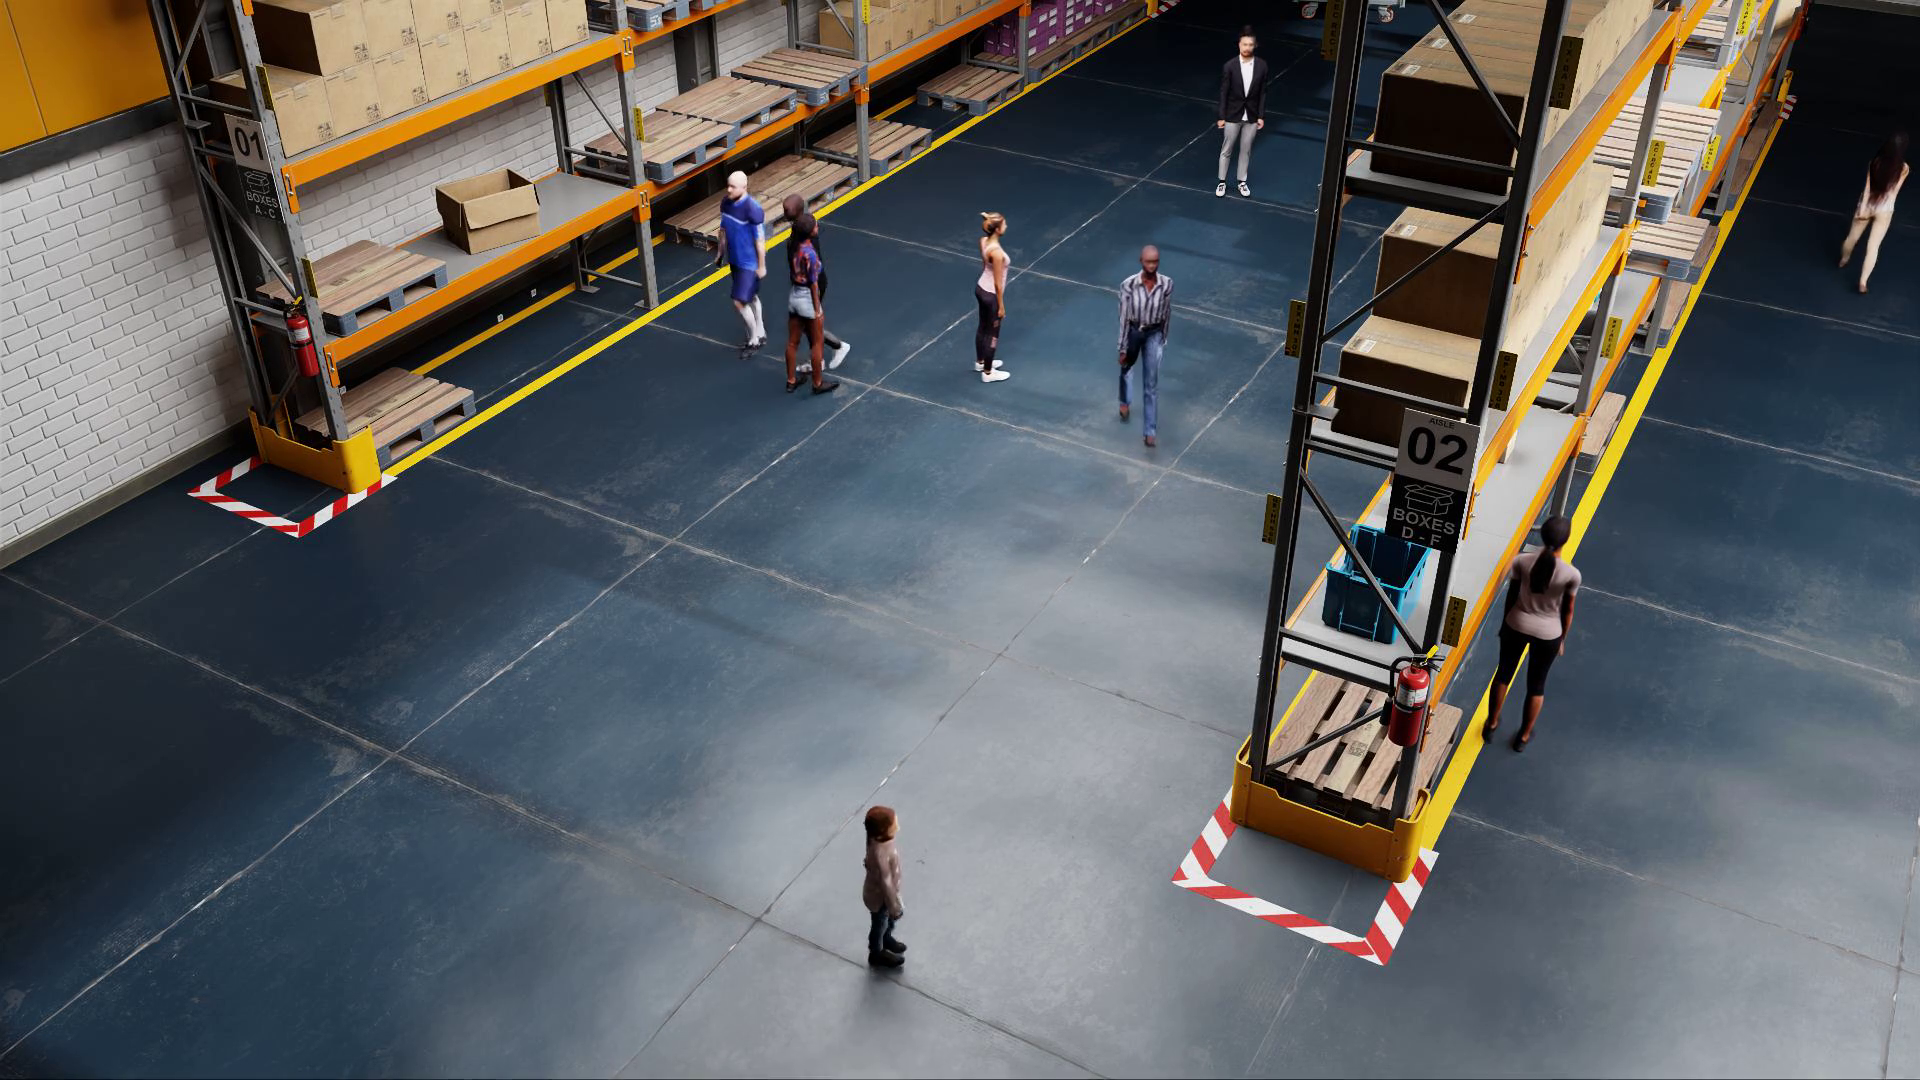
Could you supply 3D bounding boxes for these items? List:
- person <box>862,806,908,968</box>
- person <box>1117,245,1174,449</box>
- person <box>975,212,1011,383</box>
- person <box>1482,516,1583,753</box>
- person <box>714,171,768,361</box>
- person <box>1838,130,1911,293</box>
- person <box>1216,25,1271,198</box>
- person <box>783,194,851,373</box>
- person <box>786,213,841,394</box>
[{"bbox_3d":[-0.483,1.954,9.350,0.602,1.187,0.492,3,34,5],"label":"person"},{"bbox_3d":[1.536,-1.737,14.404,1.086,1.741,1.259,-2,34,-4],"label":"person"},{"bbox_3d":[0.270,-2.249,15.258,0.685,1.648,0.638,-12,35,-17],"label":"person"},{"bbox_3d":[3.732,0.609,10.870,0.589,1.744,0.527,16,37,23],"label":"person"},{"bbox_3d":[-1.949,-2.636,15.680,0.803,1.825,0.791,-23,40,-31],"label":"person"},{"bbox_3d":[9.406,-3.413,17.030,0.571,1.625,1.058,19,38,26],"label":"person"},{"bbox_3d":[3.211,-4.886,18.948,0.798,1.954,0.785,0,34,0],"label":"person"},{"bbox_3d":[-1.303,-2.357,15.335,0.971,1.742,0.910,-12,35,-17],"label":"person"},{"bbox_3d":[-1.432,-2.108,14.967,0.778,1.734,0.716,-25,41,-32],"label":"person"}]
